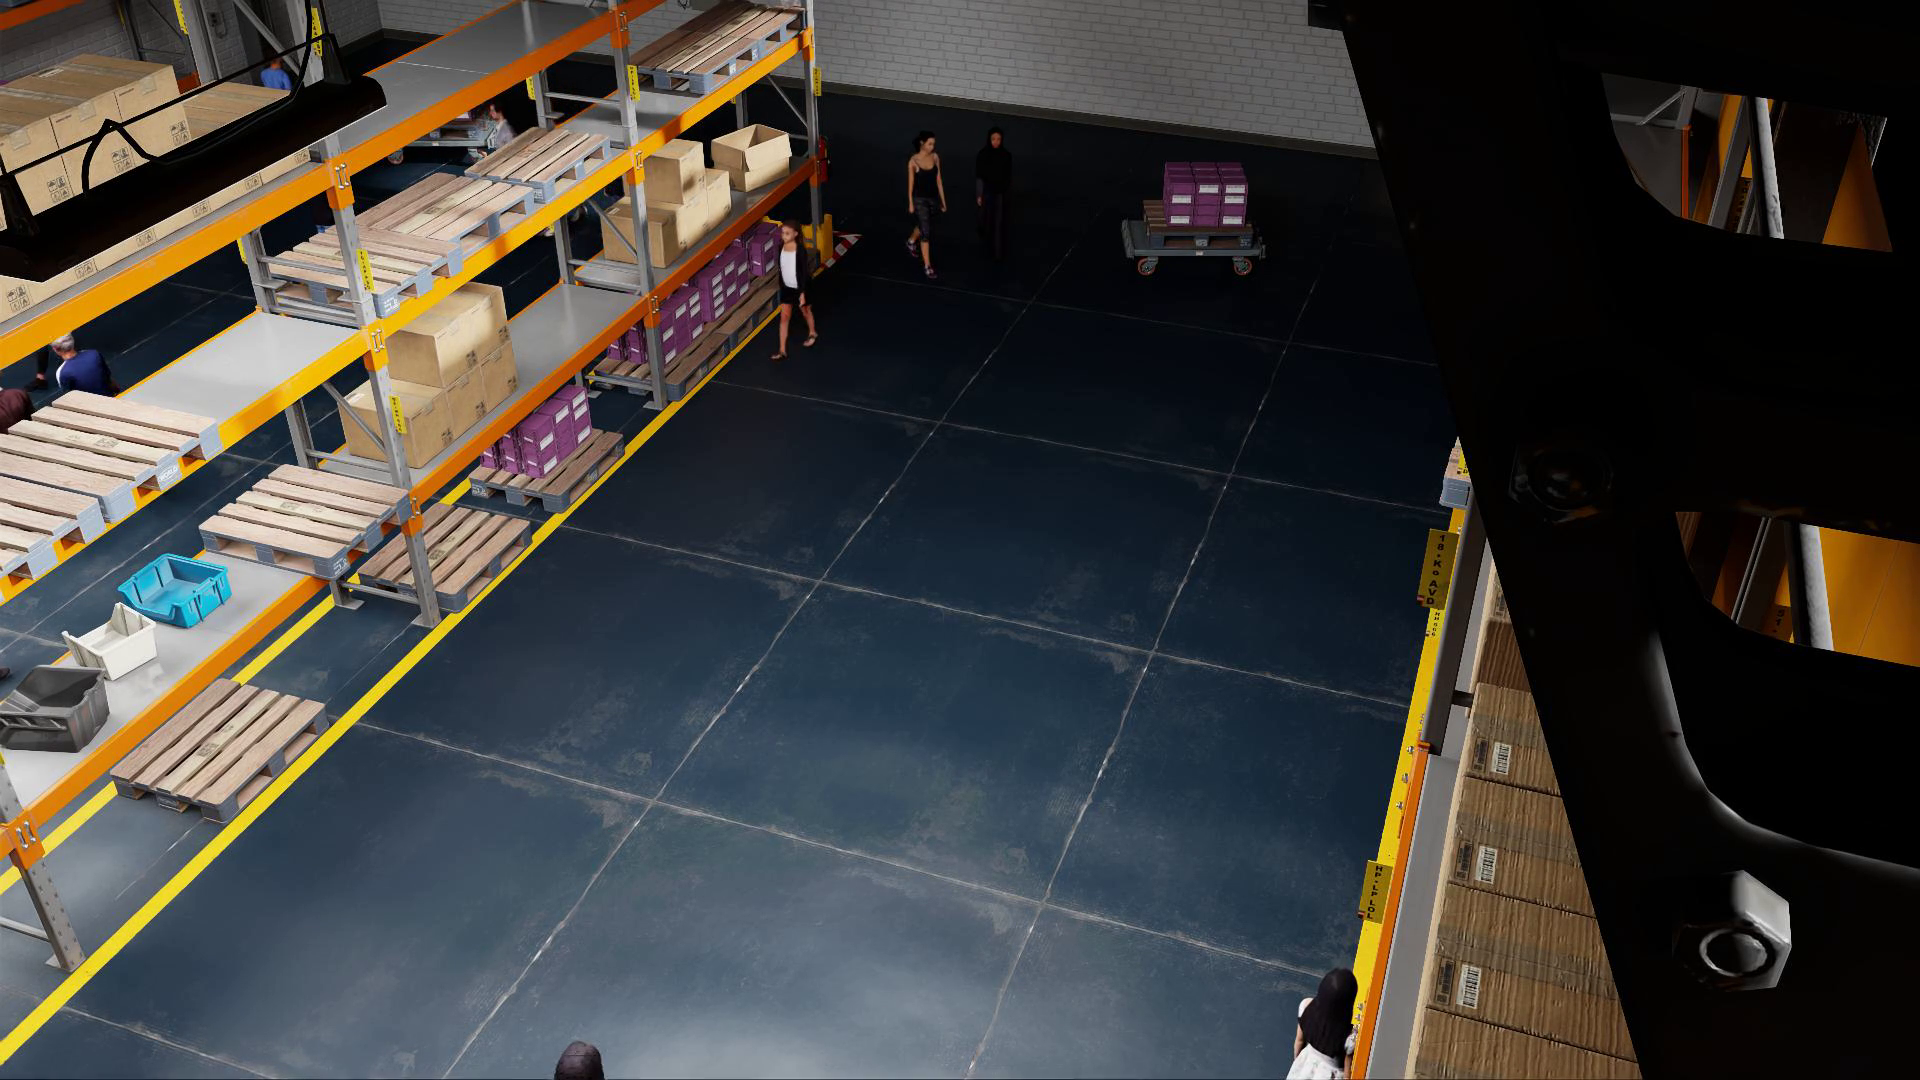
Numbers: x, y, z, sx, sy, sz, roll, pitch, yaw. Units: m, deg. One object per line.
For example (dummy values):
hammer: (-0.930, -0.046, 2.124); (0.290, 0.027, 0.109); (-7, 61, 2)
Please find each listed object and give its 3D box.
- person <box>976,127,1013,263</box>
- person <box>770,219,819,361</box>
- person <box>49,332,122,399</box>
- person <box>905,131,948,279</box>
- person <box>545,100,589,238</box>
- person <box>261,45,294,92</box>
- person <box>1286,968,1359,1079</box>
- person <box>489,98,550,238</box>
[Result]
person: (0.408, -4.207, 20.015); (0.863, 1.590, 1.113); (-2, 34, -3)
person: (-1.718, -2.725, 17.849); (0.617, 1.520, 1.055); (15, 37, 22)
person: (-7.771, -1.107, 15.161); (0.738, 1.801, 0.610); (15, 36, 21)
person: (-0.458, -4.021, 19.644); (1.075, 1.691, 1.018); (-21, 39, -28)
person: (-4.917, -4.671, 20.648); (0.729, 1.663, 1.131); (18, 38, 25)
person: (-8.826, -5.557, 21.798); (0.667, 1.865, 0.591); (15, 37, 21)
person: (1.958, 2.991, 9.025); (0.799, 1.769, 0.776); (-25, 41, -32)
person: (-5.346, -4.461, 20.194); (1.237, 1.816, 1.228); (-11, 35, -16)
